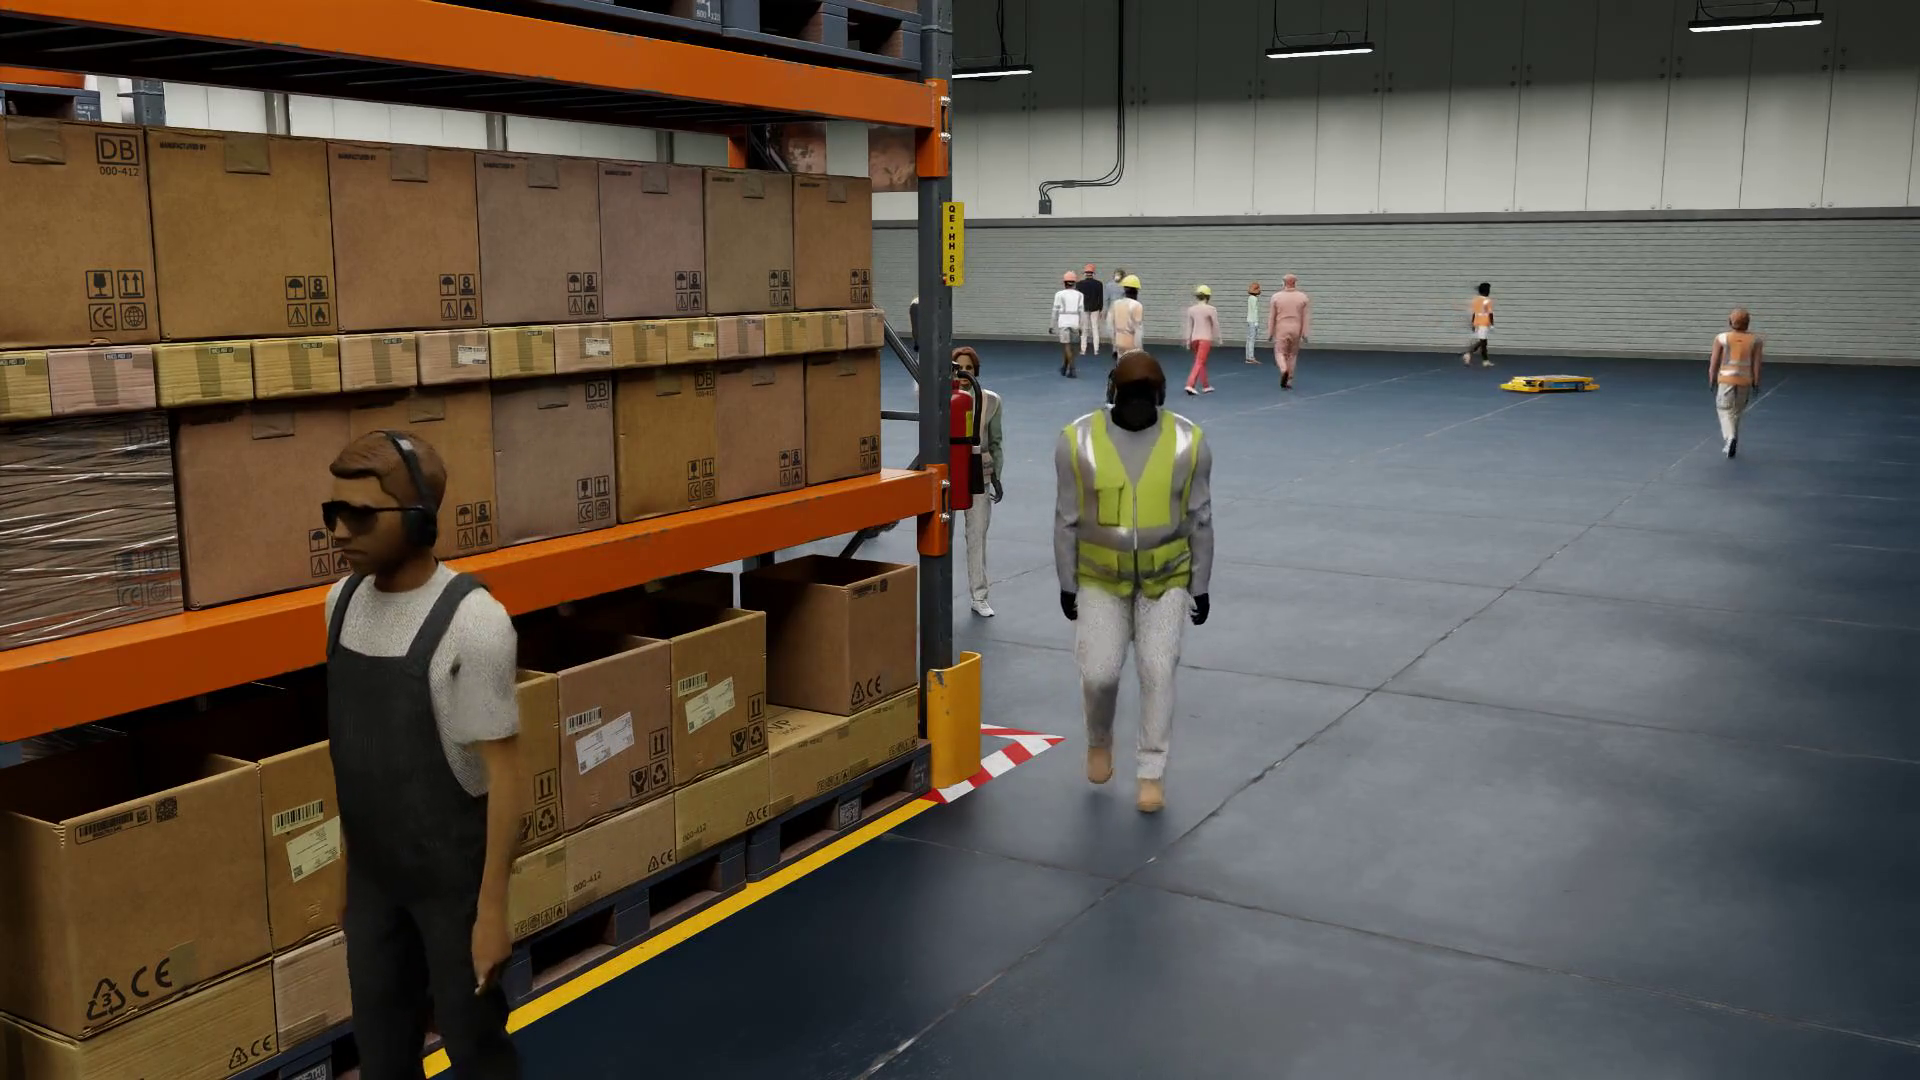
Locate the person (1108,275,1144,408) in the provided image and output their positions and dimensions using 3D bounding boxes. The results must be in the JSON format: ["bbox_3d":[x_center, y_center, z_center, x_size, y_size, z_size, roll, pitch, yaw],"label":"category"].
[{"bbox_3d":[2.327,-2.695,23.027,0.468,1.941,0.601,-7,12,-35],"label":"person"}]

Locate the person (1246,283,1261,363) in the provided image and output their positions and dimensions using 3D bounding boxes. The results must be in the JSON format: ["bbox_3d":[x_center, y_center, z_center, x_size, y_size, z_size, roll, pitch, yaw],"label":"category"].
[{"bbox_3d":[5.993,-4.423,33.919,0.283,1.636,0.500,-1,10,-4],"label":"person"}]

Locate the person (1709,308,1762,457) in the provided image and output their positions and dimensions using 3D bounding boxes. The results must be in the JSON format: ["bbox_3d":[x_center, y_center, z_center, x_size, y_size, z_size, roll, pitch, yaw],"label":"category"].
[{"bbox_3d":[8.427,-1.706,18.073,0.521,1.618,0.709,2,10,10],"label":"person"}]

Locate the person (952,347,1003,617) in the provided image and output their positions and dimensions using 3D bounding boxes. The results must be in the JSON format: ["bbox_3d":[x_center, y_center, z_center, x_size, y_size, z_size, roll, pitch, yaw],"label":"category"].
[{"bbox_3d":[0.012,-0.342,10.017,0.519,1.640,0.307,-3,10,-15],"label":"person"}]

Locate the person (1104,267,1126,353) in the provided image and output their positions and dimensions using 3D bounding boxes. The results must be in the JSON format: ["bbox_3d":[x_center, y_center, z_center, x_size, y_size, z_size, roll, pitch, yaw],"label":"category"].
[{"bbox_3d":[3.429,-4.943,36.102,0.649,1.929,0.443,5,11,26],"label":"person"}]

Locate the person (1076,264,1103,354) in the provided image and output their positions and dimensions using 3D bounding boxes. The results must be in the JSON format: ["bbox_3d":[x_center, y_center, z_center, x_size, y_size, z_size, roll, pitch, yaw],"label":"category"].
[{"bbox_3d":[2.861,-5.101,36.836,0.612,1.995,0.392,0,10,2],"label":"person"}]

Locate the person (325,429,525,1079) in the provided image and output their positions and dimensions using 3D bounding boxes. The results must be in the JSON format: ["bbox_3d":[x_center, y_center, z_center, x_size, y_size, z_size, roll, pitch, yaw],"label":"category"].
[{"bbox_3d":[-1.117,0.692,3.386,0.525,1.845,0.391,5,11,29],"label":"person"}]

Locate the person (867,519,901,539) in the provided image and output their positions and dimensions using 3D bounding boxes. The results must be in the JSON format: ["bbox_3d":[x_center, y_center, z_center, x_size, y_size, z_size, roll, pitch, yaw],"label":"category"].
[{"bbox_3d":[-0.966,-0.922,12.680,0.991,1.892,0.636,-4,10,-21],"label":"person"}]

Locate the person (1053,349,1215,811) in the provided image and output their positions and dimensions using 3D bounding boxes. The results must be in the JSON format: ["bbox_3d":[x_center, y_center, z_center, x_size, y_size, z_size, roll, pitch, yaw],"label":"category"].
[{"bbox_3d":[0.683,0.158,6.563,0.626,1.825,0.453,1,10,3],"label":"person"}]

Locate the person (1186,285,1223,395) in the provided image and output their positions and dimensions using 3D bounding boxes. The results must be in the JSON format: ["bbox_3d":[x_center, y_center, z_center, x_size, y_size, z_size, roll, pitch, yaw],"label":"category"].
[{"bbox_3d":[3.800,-3.149,26.223,0.910,1.724,0.534,-9,13,-42],"label":"person"}]

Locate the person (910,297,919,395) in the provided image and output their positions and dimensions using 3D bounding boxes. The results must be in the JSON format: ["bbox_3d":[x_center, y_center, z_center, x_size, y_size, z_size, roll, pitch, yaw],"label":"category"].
[{"bbox_3d":[-0.576,-3.072,25.557,0.618,1.804,0.686,7,12,35],"label":"person"}]

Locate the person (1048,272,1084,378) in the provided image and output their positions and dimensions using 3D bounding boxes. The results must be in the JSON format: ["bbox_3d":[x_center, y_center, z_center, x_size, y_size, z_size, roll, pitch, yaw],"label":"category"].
[{"bbox_3d":[1.925,-3.873,29.971,0.568,1.885,0.982,-4,10,-21],"label":"person"}]

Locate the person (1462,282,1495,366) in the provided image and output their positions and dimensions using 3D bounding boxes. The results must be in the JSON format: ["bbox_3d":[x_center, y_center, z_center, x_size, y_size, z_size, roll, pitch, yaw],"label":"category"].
[{"bbox_3d":[10.222,-4.232,32.691,0.764,1.674,0.535,-3,10,-16],"label":"person"}]

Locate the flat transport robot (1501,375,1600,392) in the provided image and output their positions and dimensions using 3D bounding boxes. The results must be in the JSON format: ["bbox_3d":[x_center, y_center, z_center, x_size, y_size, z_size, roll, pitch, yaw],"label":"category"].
[{"bbox_3d":[9.536,-2.533,26.844,1.431,0.197,0.652,-4,10,-21],"label":"flat transport robot"}]

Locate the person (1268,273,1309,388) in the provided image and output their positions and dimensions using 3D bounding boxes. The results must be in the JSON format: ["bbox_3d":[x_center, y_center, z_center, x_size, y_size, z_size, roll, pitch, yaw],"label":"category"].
[{"bbox_3d":[5.375,-3.405,27.204,0.642,1.895,0.678,0,10,1],"label":"person"}]
